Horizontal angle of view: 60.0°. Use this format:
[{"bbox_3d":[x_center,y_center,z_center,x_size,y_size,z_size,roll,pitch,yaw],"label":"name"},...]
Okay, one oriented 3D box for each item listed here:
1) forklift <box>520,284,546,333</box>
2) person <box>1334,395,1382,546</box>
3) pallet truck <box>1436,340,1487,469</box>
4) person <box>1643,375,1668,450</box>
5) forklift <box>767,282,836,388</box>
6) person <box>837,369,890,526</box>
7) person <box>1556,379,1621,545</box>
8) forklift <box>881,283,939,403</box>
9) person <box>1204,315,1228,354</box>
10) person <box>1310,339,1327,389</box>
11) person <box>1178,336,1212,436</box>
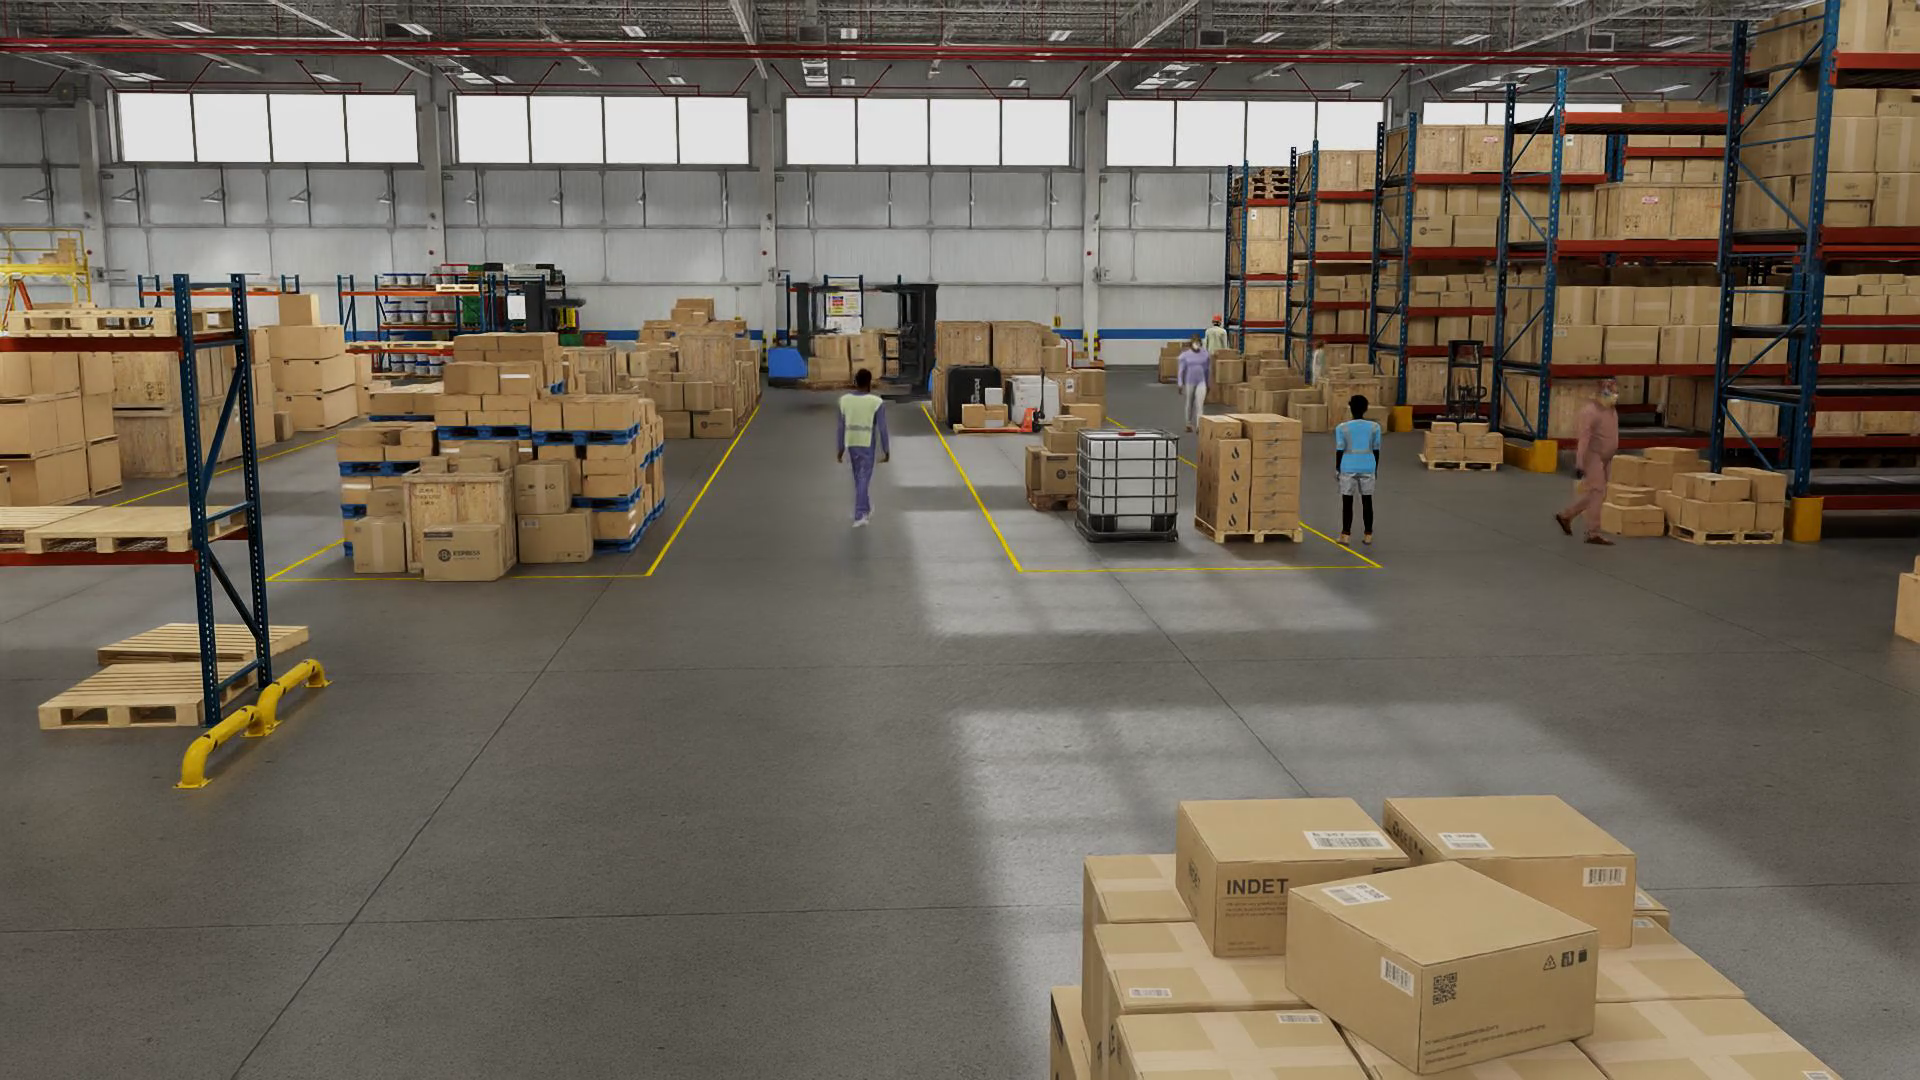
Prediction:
[{"bbox_3d":[-9.320,-4.225,36.561,1.873,2.768,1.129,-1,9,-4],"label":"forklift"},{"bbox_3d":[4.441,-0.777,18.607,0.533,1.699,0.318,-1,9,-5],"label":"person"},{"bbox_3d":[8.004,-2.170,26.422,0.823,1.965,1.885,2,9,14],"label":"pallet truck"},{"bbox_3d":[12.083,-2.450,28.420,0.968,1.919,0.633,-2,9,-10],"label":"person"},{"bbox_3d":[-4.238,-5.523,44.713,1.873,2.768,1.129,-1,9,-4],"label":"forklift"},{"bbox_3d":[-1.138,-1.141,20.342,0.618,1.874,0.966,4,10,22],"label":"person"},{"bbox_3d":[7.118,-0.895,18.817,0.668,1.878,0.675,8,12,42],"label":"person"},{"bbox_3d":[-0.823,-4.686,39.455,1.873,2.768,1.129,-4,10,-23],"label":"forklift"},{"bbox_3d":[6.696,-4.880,43.441,0.622,1.993,0.381,5,10,29],"label":"person"},{"bbox_3d":[8.172,-3.726,37.412,0.835,1.592,0.544,1,9,3],"label":"person"},{"bbox_3d":[4.466,-2.949,31.682,0.650,1.891,1.030,0,9,2],"label":"person"}]
